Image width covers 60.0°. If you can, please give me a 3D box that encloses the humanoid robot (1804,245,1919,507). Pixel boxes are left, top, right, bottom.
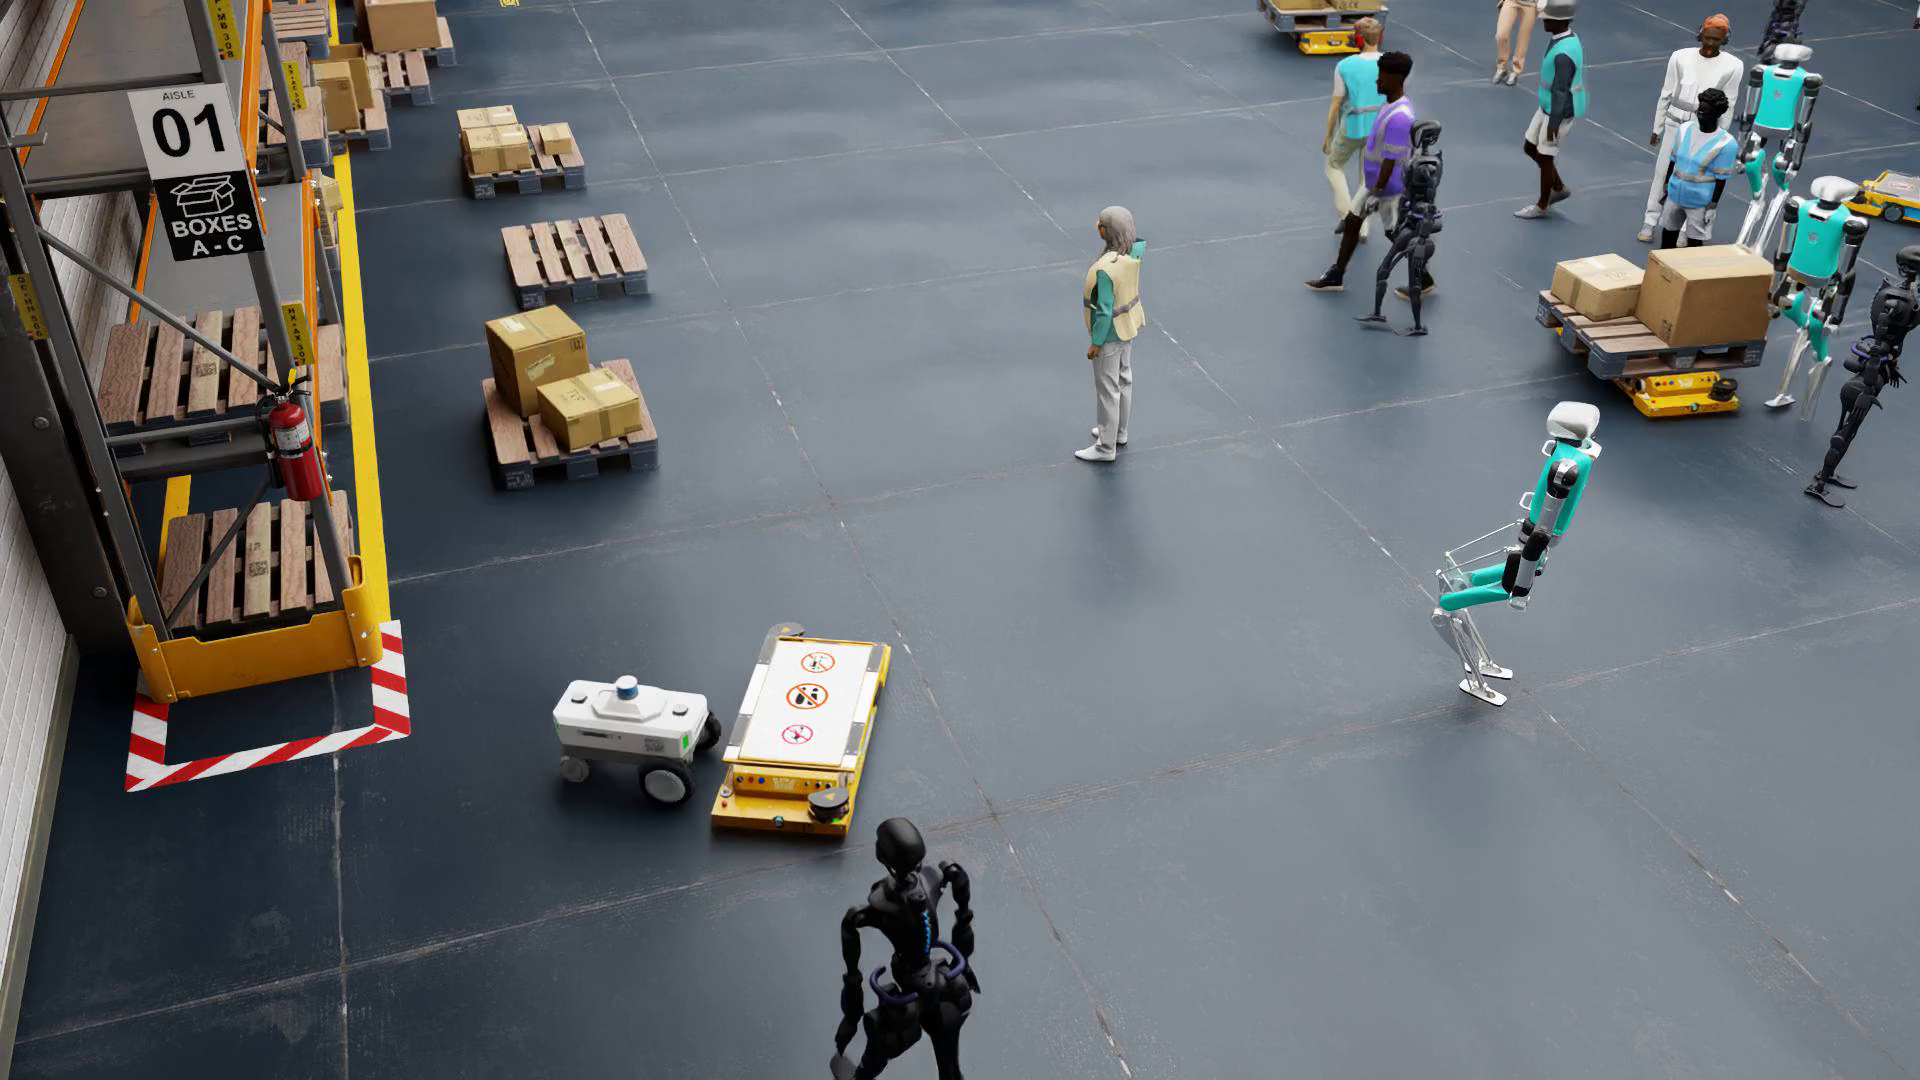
[{"bbox_3d":[5.561,-1.015,10.112,0.315,1.659,0.599,27,42,35],"label":"humanoid robot"}]

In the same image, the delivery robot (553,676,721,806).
[{"bbox_3d":[-1.583,0.942,8.169,0.812,0.614,0.499,6,34,9],"label":"delivery robot"}]

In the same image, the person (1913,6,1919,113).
[{"bbox_3d":[9.682,-5.152,16.276,0.564,1.882,0.981,23,39,31],"label":"person"}]

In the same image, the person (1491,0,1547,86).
[{"bbox_3d":[5.708,-5.438,16.916,0.503,1.656,0.478,17,37,24],"label":"person"}]

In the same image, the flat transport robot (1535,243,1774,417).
[{"bbox_3d":[4.867,-1.306,11.861,0.659,0.231,1.431,-5,33,-8],"label":"flat transport robot"}]

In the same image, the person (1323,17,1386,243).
[{"bbox_3d":[3.246,-3.310,13.510,0.632,1.819,0.472,-8,34,-12],"label":"person"}]

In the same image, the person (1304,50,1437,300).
[{"bbox_3d":[3.237,-2.719,12.521,0.982,1.920,0.619,2,33,3],"label":"person"}]

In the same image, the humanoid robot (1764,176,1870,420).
[{"bbox_3d":[5.664,-1.541,10.991,0.784,1.878,0.532,-22,39,-30],"label":"humanoid robot"}]

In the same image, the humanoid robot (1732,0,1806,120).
[{"bbox_3d":[7.809,-4.707,15.803,0.446,1.655,0.591,1,33,2],"label":"humanoid robot"}]

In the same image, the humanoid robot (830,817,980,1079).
[{"bbox_3d":[-0.194,1.631,6.095,0.591,1.626,0.756,-21,38,-28],"label":"humanoid robot"}]

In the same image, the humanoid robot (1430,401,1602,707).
[{"bbox_3d":[2.695,0.032,8.343,0.735,1.677,0.533,17,37,24],"label":"humanoid robot"}]

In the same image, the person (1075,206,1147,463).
[{"bbox_3d":[0.973,-1.293,10.521,0.365,1.711,0.465,15,36,21],"label":"person"}]

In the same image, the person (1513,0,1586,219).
[{"bbox_3d":[4.939,-3.591,13.859,0.516,1.915,0.576,4,33,5],"label":"person"}]

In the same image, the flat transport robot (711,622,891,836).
[{"bbox_3d":[-0.777,0.929,8.433,0.659,0.231,1.431,4,33,5],"label":"flat transport robot"}]

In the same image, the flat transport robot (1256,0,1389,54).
[{"bbox_3d":[4.020,-5.751,18.679,0.659,0.231,1.431,-3,33,-5],"label":"flat transport robot"}]

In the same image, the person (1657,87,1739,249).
[{"bbox_3d":[5.479,-2.558,12.480,0.317,1.691,0.533,-18,37,-25],"label":"person"}]

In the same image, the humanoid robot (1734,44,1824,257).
[{"bbox_3d":[6.497,-3.093,13.238,0.545,1.780,0.649,27,42,35],"label":"humanoid robot"}]

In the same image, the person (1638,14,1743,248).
[{"bbox_3d":[5.904,-3.307,13.459,0.574,1.880,0.355,18,37,26],"label":"person"}]

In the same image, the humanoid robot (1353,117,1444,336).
[{"bbox_3d":[3.240,-2.232,12.001,0.502,1.647,0.616,-2,33,-3],"label":"humanoid robot"}]

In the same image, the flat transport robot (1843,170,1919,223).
[{"bbox_3d":[8.408,-2.838,14.212,1.431,0.231,0.659,24,40,32],"label":"flat transport robot"}]
